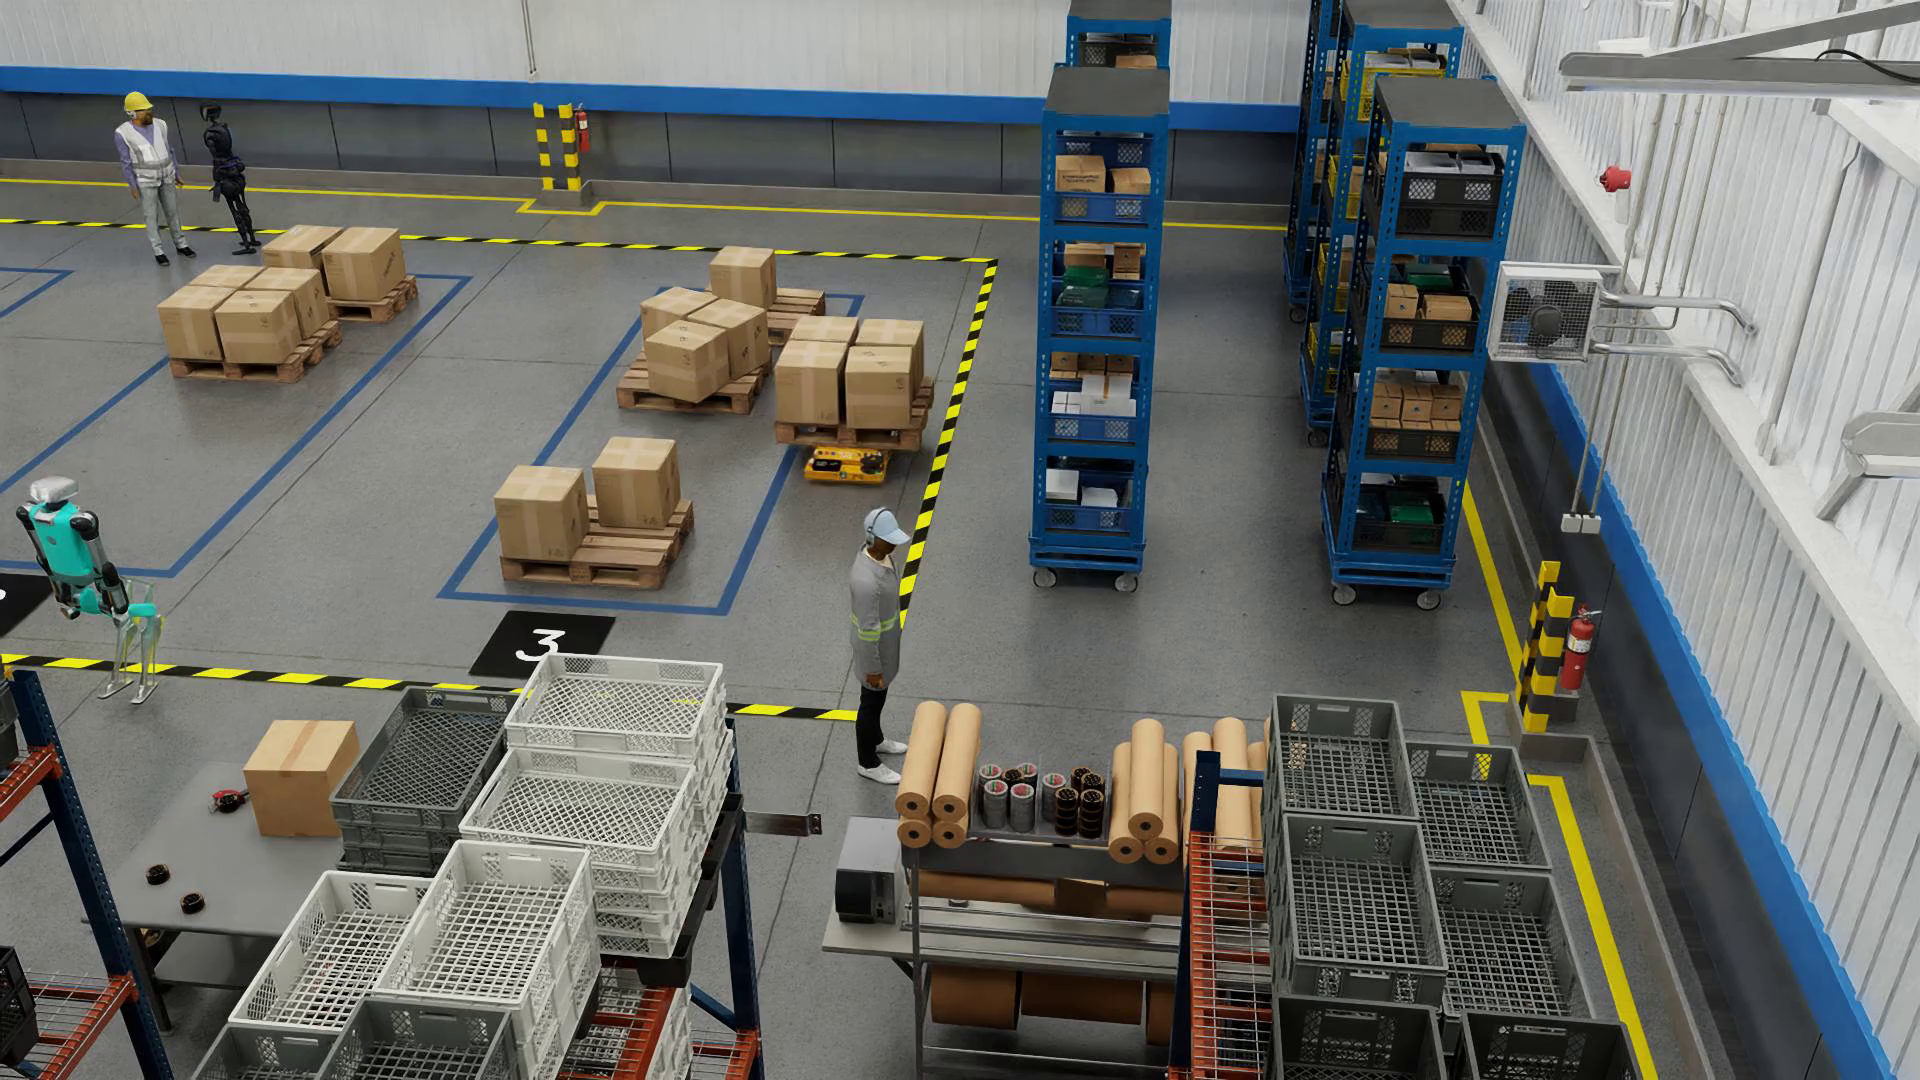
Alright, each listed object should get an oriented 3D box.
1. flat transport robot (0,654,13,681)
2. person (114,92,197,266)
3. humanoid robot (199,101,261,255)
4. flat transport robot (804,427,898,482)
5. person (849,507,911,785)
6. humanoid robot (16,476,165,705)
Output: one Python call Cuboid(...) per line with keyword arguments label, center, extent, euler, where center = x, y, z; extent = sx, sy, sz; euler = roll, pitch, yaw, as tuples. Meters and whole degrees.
Cuboid(label="flat transport robot", center=(-7.142, 0.969, 11.010), extent=(1.431, 0.231, 0.659), euler=(3, 30, 6))
Cuboid(label="person", center=(-8.590, -3.860, 17.743), extent=(0.404, 1.836, 0.596), euler=(21, 36, 31))
Cuboid(label="humanoid robot", center=(-7.926, -3.927, 18.001), extent=(0.315, 1.659, 0.599), euler=(-1, 30, -2))
Cuboid(label="flat transport robot", center=(-0.878, -0.922, 14.230), extent=(0.652, 0.197, 1.431), euler=(3, 30, 6))
Cuboid(label="person", center=(-0.464, 0.618, 10.037), extent=(0.395, 1.850, 0.597), euler=(3, 30, 5))
Cuboid(label="humanoid robot", center=(-5.443, 0.253, 10.646), extent=(0.533, 1.677, 0.735), euler=(8, 31, 14))
